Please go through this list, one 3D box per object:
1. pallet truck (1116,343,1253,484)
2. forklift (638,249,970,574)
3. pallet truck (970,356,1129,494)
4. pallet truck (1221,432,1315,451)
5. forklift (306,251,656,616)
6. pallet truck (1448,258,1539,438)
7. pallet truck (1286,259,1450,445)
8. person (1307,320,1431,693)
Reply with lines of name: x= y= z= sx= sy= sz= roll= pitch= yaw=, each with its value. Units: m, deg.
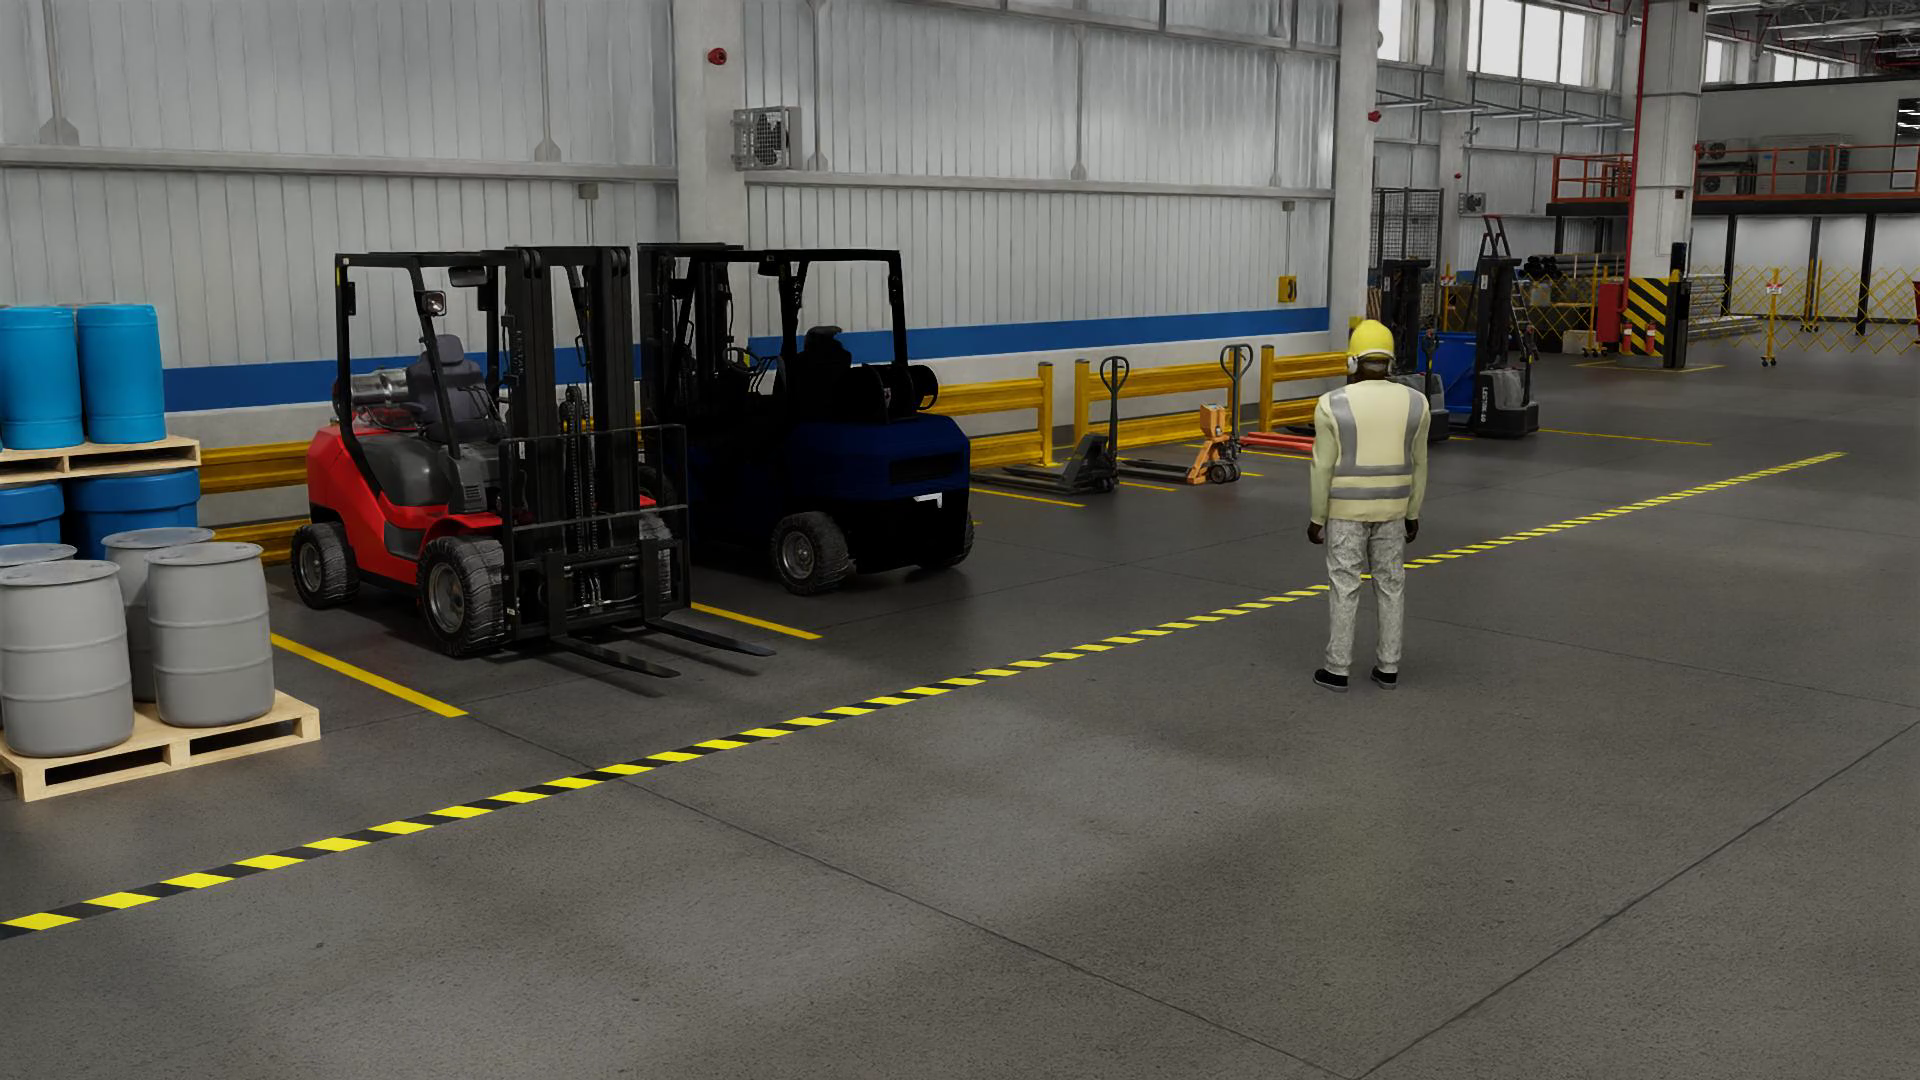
pallet truck: x=1.962 y=-1.215 z=15.415 sx=1.522 sy=1.261 sz=0.704 roll=10 pitch=14 yaw=43
forklift: x=-1.173 y=-0.958 z=11.239 sx=2.680 sy=1.987 sz=1.157 roll=10 pitch=14 yaw=43
pallet truck: x=0.784 y=-1.085 z=14.876 sx=0.680 sy=1.201 sz=1.601 roll=-10 pitch=14 yaw=-44
pallet truck: x=3.563 y=-1.581 z=17.381 sx=0.653 sy=1.274 sz=1.630 roll=-10 pitch=14 yaw=-44
forklift: x=-2.833 y=-0.669 z=9.694 sx=1.157 sy=1.987 sz=2.680 roll=-10 pitch=14 yaw=-44
pallet truck: x=5.704 y=-2.208 z=18.901 sx=1.885 sy=1.965 sz=0.823 roll=10 pitch=14 yaw=43
pallet truck: x=4.493 y=-2.078 z=18.196 sx=0.823 sy=1.965 sz=1.885 roll=-9 pitch=14 yaw=-40
person: x=1.987 y=-0.157 z=8.167 sx=0.591 sy=1.833 sz=0.403 roll=-2 pitch=11 yaw=-9
